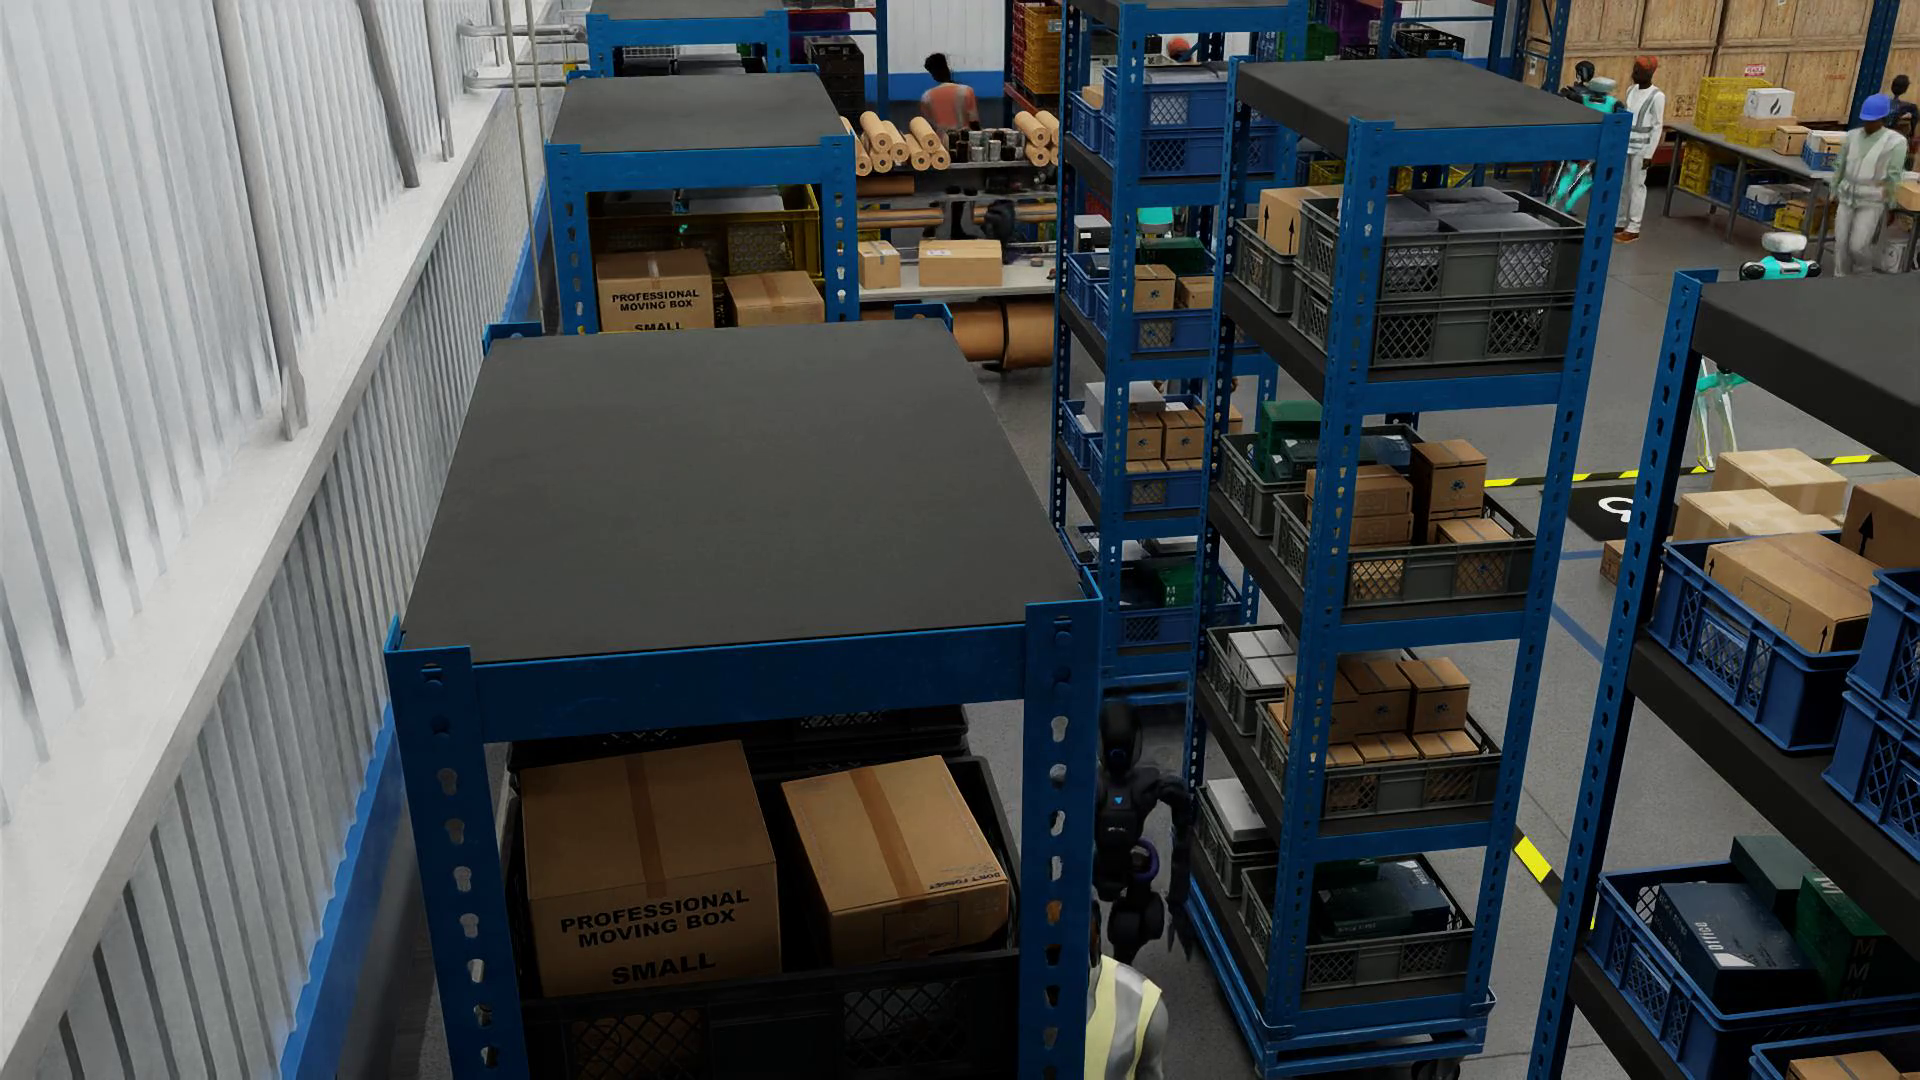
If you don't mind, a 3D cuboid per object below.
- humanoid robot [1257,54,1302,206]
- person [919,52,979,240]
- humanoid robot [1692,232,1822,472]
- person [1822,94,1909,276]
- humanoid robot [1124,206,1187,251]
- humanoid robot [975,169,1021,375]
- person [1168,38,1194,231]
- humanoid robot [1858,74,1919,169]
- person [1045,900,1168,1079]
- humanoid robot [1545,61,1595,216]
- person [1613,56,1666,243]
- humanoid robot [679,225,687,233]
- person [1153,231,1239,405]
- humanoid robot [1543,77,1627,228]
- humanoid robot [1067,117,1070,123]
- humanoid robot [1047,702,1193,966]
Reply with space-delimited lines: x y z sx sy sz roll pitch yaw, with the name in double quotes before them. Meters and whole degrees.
"humanoid robot" 3.547 -4.497 18.435 0.843 1.860 0.530 -11 27 -22
"person" -0.120 -3.961 16.942 0.709 1.922 0.393 12 27 25
"humanoid robot" 5.264 -1.306 11.224 0.533 1.673 0.735 -4 25 -8
"person" 8.049 -3.021 14.886 0.474 1.919 0.648 -14 28 -28
"humanoid robot" 1.539 -2.475 13.761 0.533 1.677 0.735 -4 25 -8
"humanoid robot" 0.359 -2.126 13.230 0.433 1.641 0.602 8 26 18
"person" 2.268 -4.283 17.572 0.608 1.974 1.089 -1 25 -1
"humanoid robot" 9.621 -4.033 17.435 0.616 1.654 0.535 8 26 16
"person" 0.243 1.748 4.615 0.624 1.846 0.429 1 25 3
"humanoid robot" 6.645 -4.347 18.043 0.599 1.659 0.315 -4 25 -8
"person" 6.925 -4.002 17.069 0.347 1.880 0.576 -5 25 -11
"humanoid robot" -2.140 -1.764 12.386 0.551 1.769 0.801 9 26 18
"person" 1.535 -1.108 10.813 0.596 1.849 0.394 -3 25 -7
"humanoid robot" 6.058 -3.620 16.422 0.611 1.786 0.826 21 32 37
"humanoid robot" 0.994 -4.384 18.031 0.756 1.758 0.545 -5 25 -11
"humanoid robot" 0.534 1.293 5.836 0.593 1.635 0.719 0 25 -1
